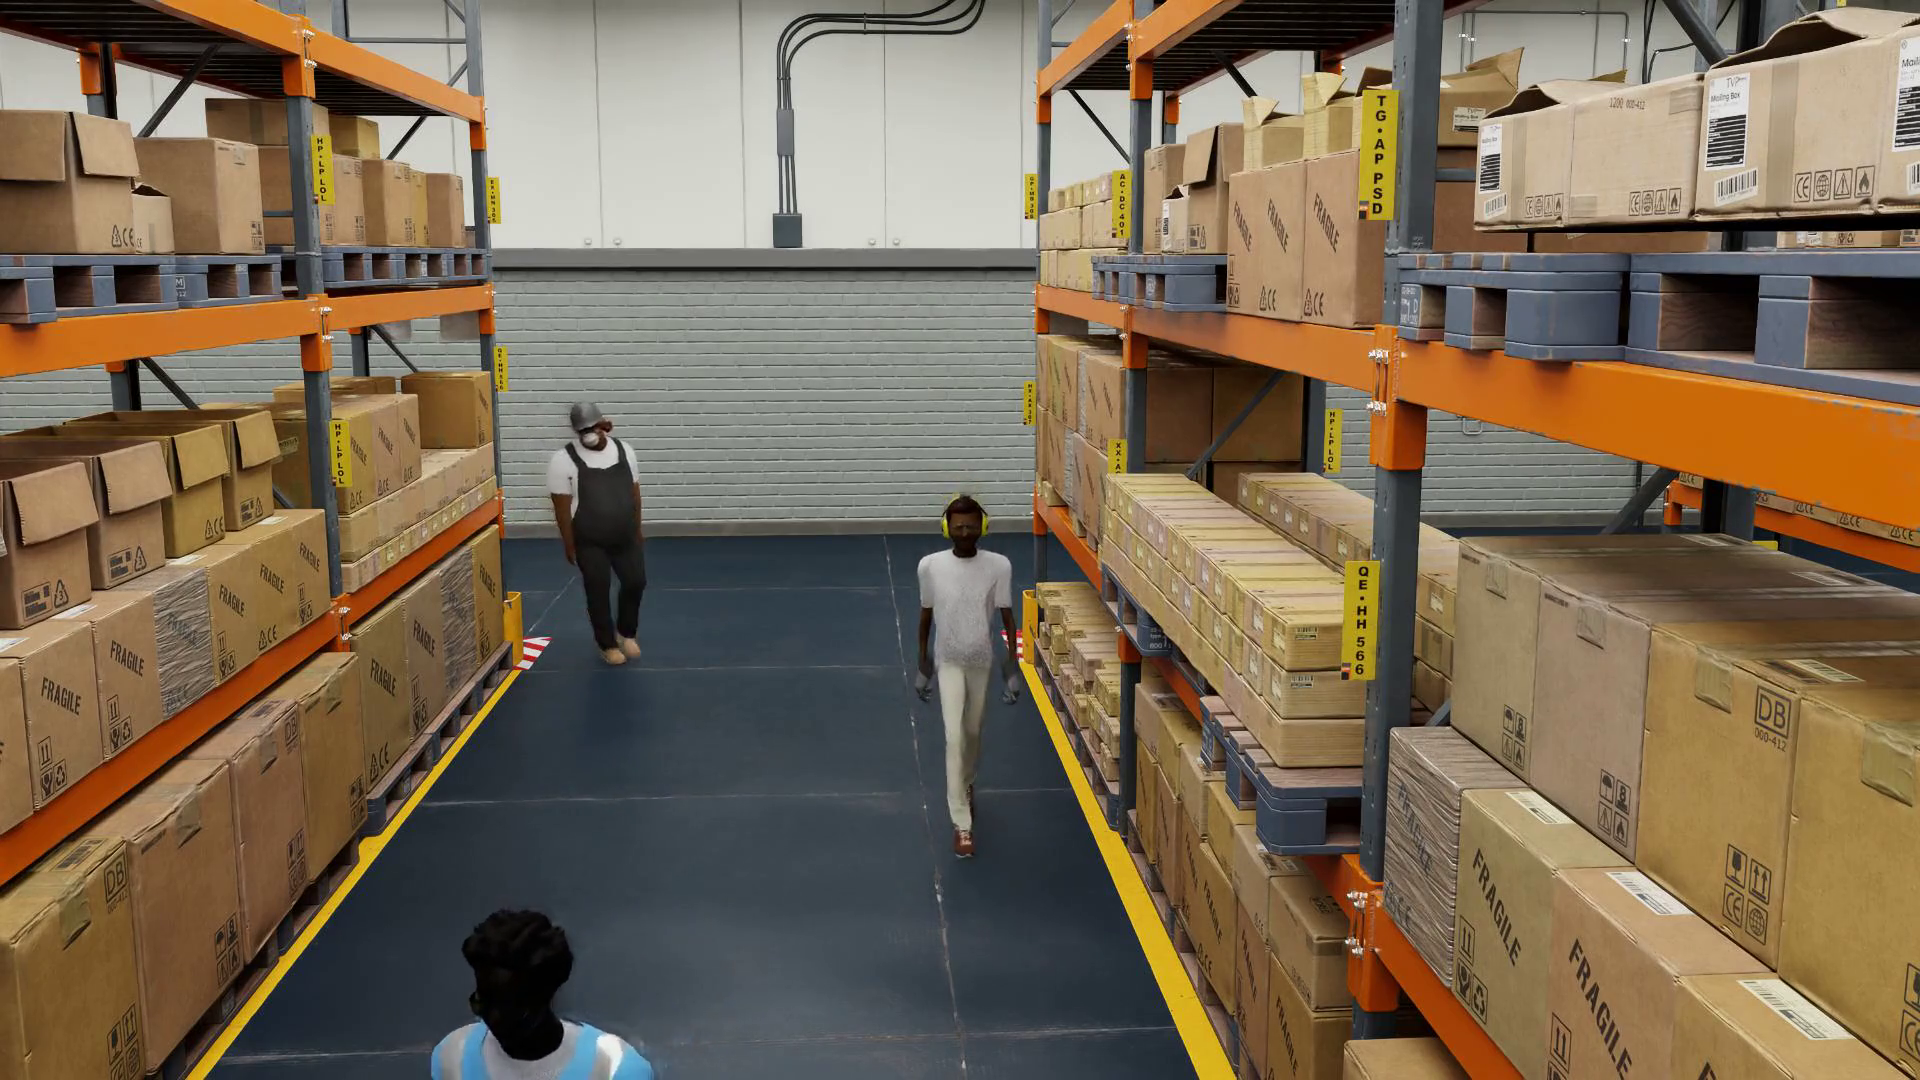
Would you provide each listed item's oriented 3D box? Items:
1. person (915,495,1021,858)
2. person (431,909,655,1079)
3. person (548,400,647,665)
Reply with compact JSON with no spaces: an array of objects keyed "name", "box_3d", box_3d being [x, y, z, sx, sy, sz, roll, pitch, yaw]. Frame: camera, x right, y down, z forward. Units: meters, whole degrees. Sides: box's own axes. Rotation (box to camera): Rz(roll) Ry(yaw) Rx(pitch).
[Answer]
[{"name":"person","box_3d":[0.041,0.651,8.761,0.536,1.830,0.959,-1,10,-6]},{"name":"person","box_3d":[-0.907,1.608,3.569,0.549,1.663,0.748,1,10,7]},{"name":"person","box_3d":[-2.653,-0.064,12.323,0.708,2.000,0.541,-7,12,-35]}]
